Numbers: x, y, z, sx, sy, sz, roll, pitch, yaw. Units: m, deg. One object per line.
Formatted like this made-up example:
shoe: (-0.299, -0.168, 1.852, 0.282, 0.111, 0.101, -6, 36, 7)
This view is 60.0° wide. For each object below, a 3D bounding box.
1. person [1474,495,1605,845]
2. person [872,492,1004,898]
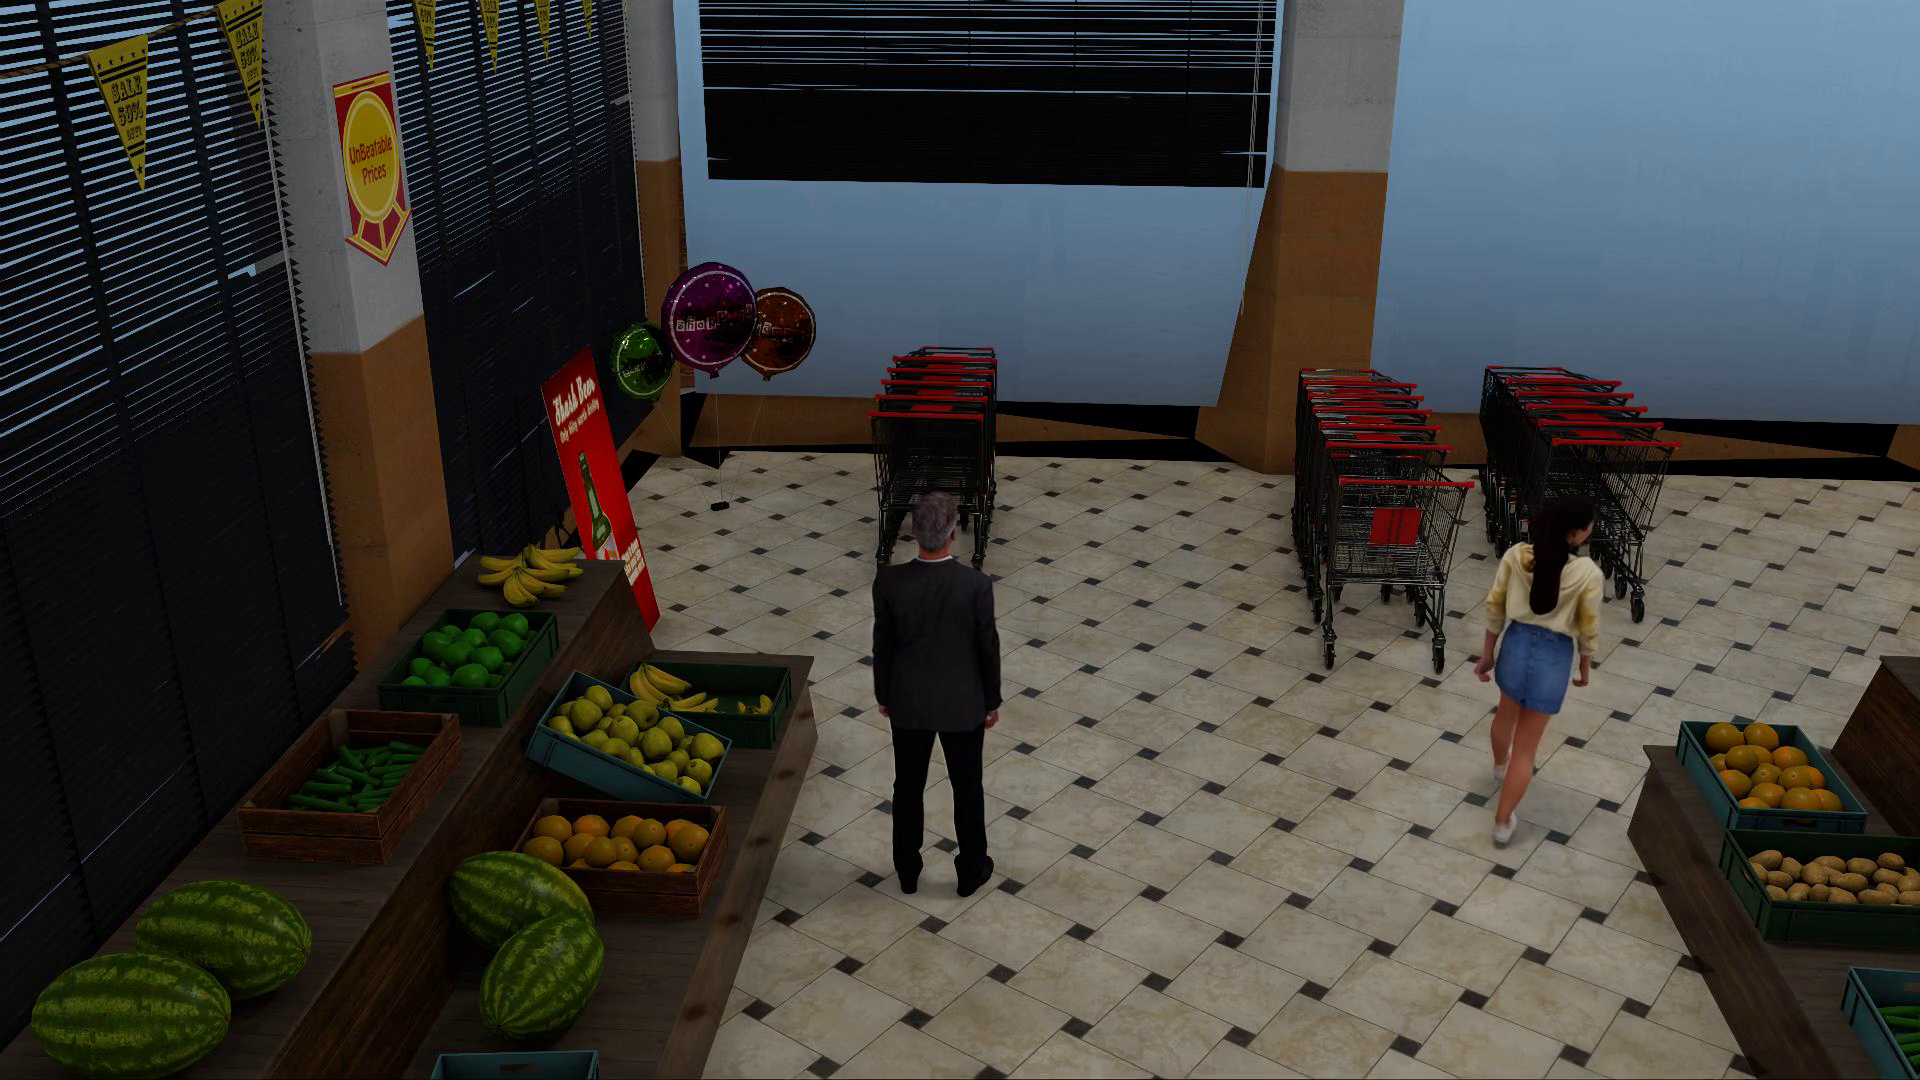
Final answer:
person: (2.570, 0.614, 7.466, 0.967, 1.587, 1.113, 15, 26, 32)
person: (-0.094, 0.659, 7.013, 0.704, 1.842, 0.587, 3, 22, 6)
